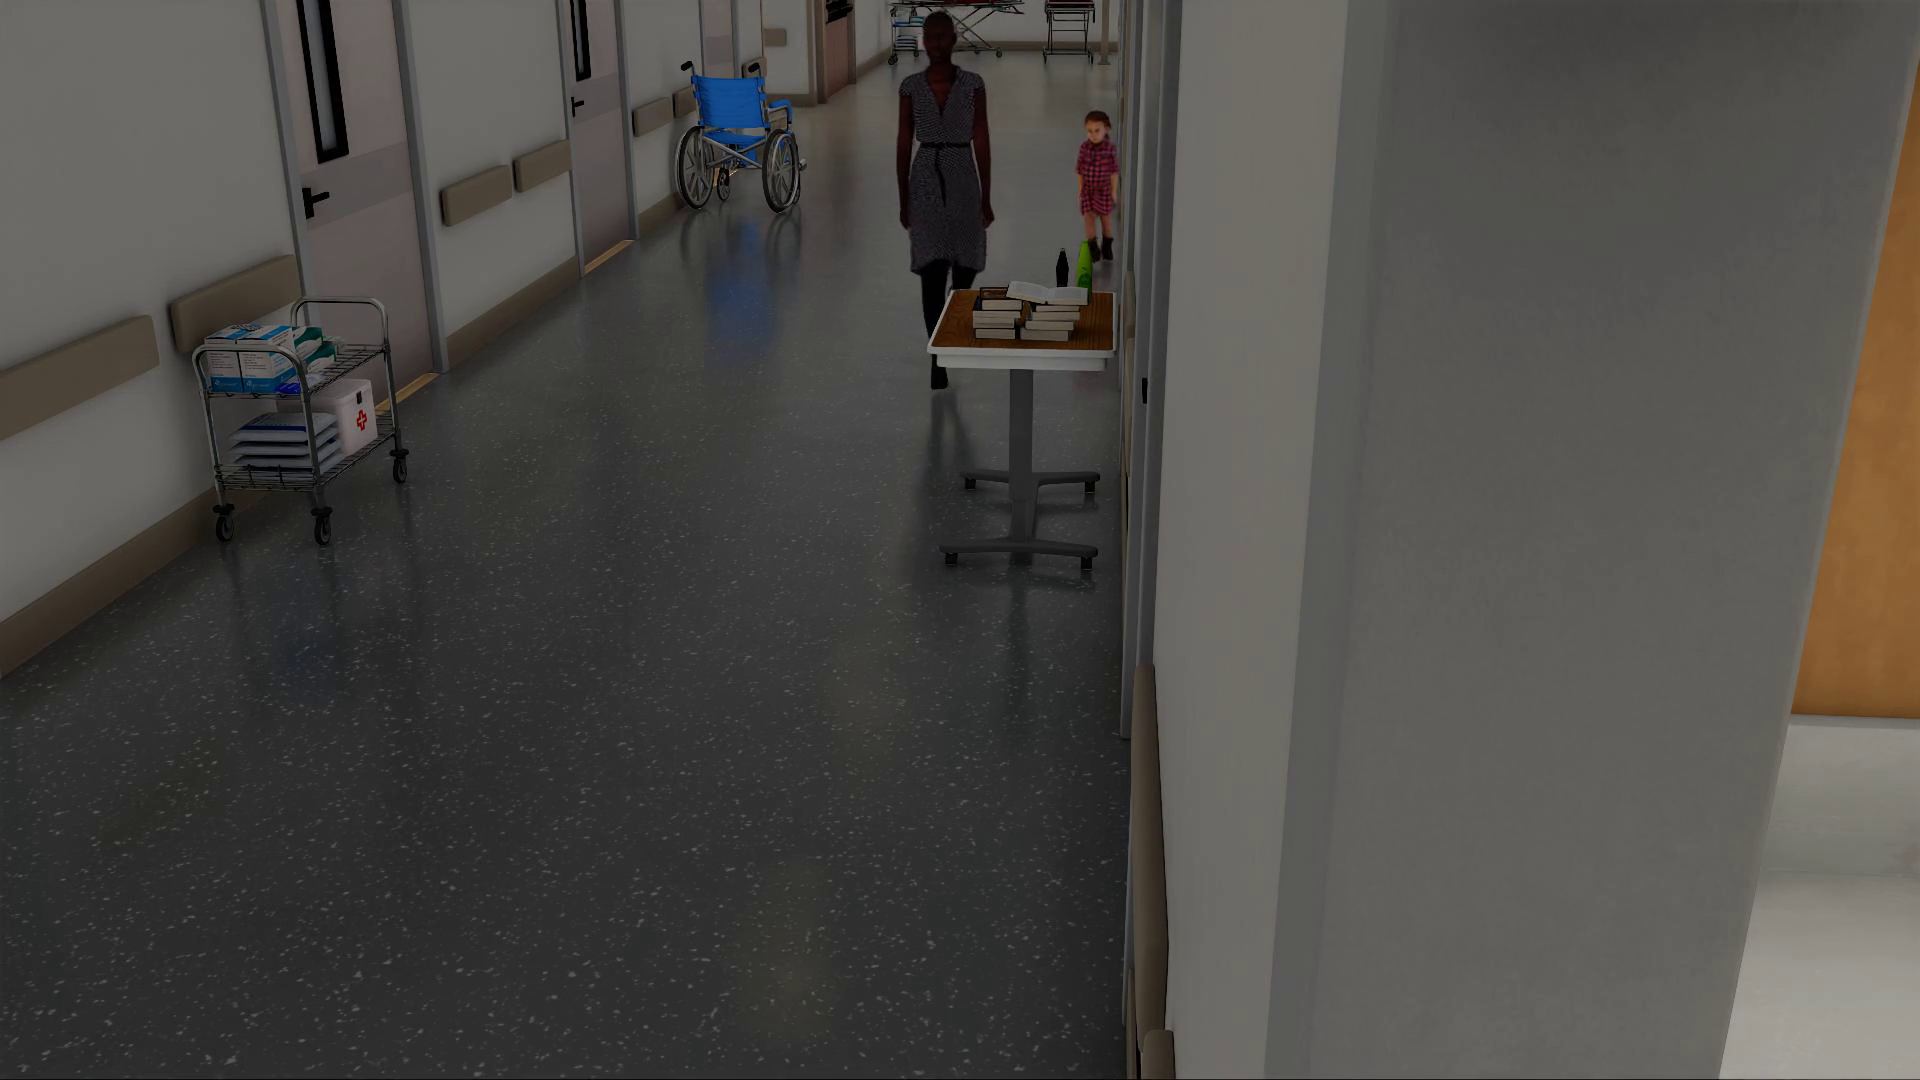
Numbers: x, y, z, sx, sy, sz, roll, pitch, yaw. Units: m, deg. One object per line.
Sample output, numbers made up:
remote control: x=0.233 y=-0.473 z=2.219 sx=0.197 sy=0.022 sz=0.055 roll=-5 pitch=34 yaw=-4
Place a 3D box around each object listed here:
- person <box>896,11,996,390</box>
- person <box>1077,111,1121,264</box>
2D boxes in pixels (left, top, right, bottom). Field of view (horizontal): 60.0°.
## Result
person: x=-0.066 y=-1.652 z=8.153 sx=0.709 sy=1.766 sz=1.026 roll=-1 pitch=21 yaw=-1
person: x=0.921 y=-2.350 z=11.089 sx=0.476 sy=0.991 sz=0.621 roll=3 pitch=21 yaw=7
